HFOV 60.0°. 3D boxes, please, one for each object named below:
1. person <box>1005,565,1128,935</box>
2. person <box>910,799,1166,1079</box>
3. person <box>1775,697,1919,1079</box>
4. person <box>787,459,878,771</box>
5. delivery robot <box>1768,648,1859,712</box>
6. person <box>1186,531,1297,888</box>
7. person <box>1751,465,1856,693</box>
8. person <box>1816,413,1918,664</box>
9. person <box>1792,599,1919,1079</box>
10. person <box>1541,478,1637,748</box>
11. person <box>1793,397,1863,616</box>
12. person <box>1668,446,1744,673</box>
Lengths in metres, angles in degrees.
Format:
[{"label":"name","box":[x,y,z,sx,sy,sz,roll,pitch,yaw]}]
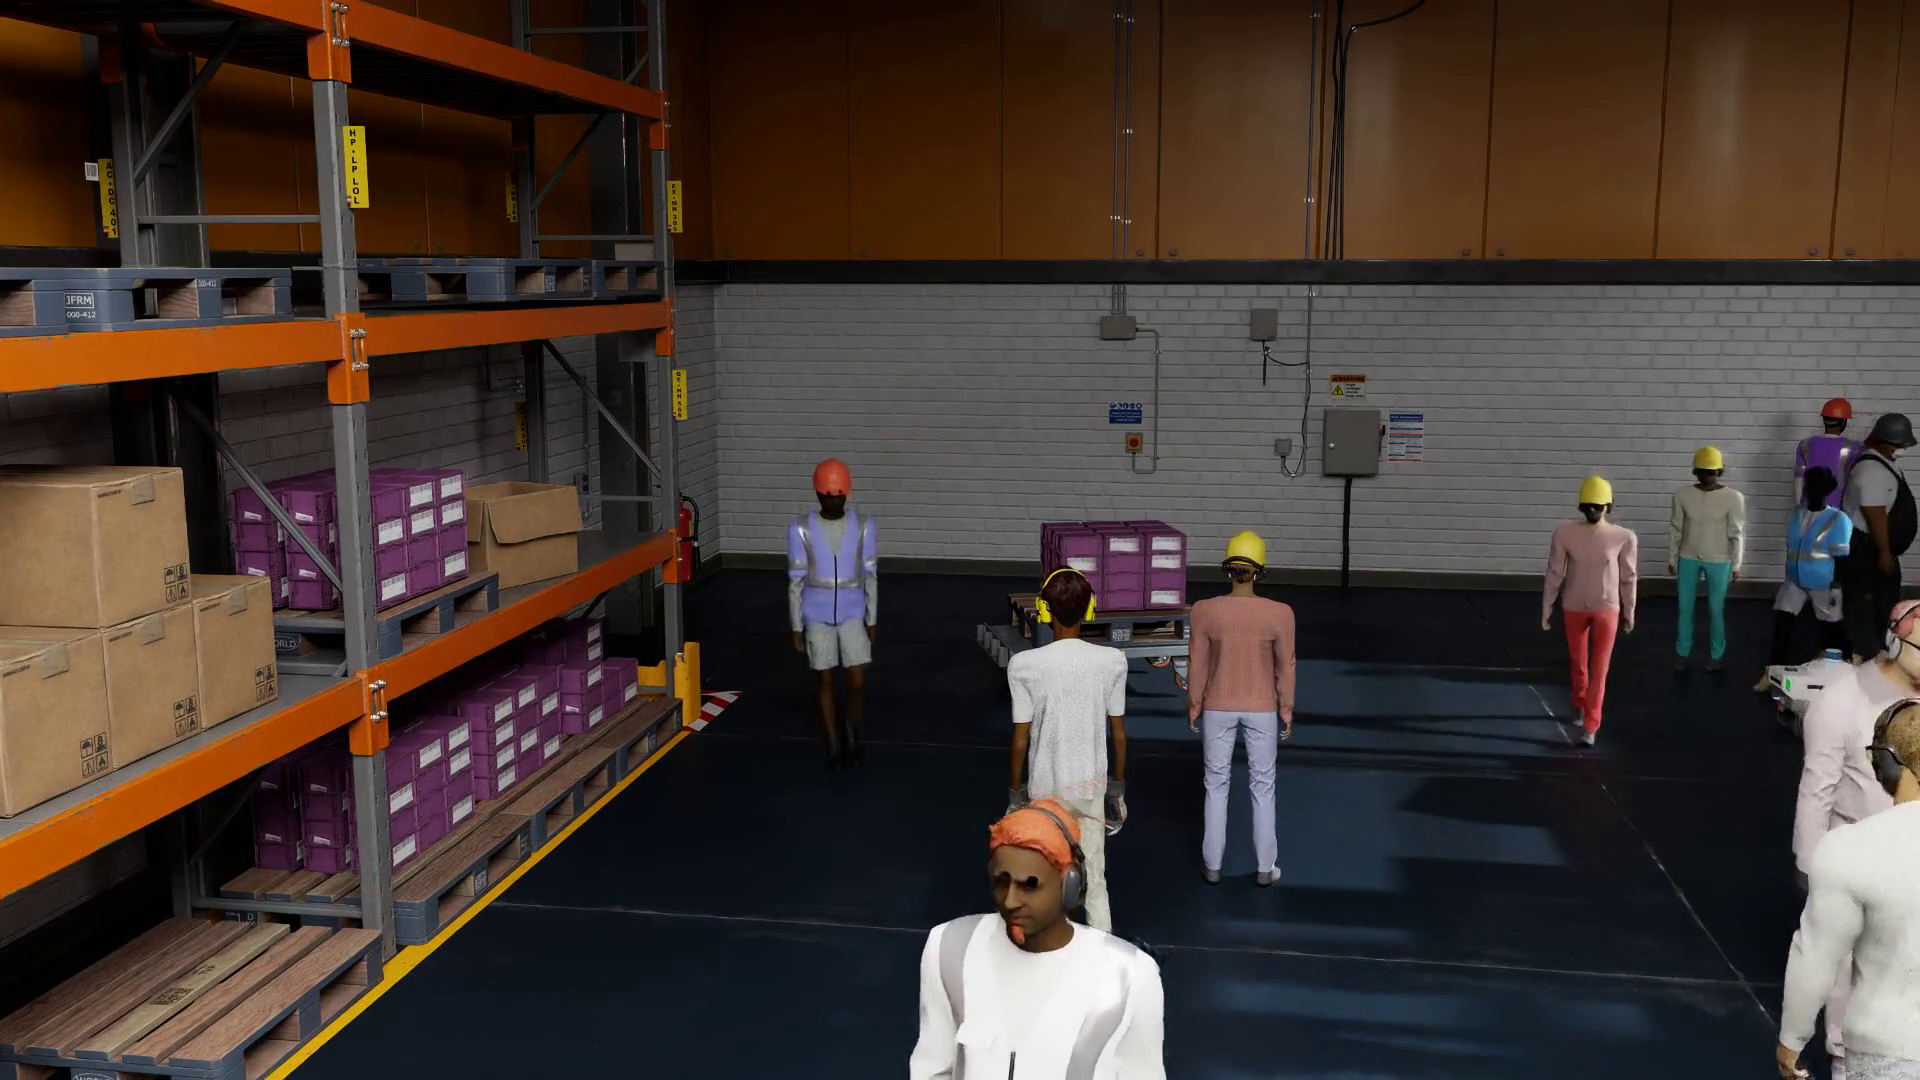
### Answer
[{"label":"person","box":[0.427,1.027,6.699,0.512,1.869,0.328,-2,9,-12]},{"label":"person","box":[0.146,1.501,3.766,0.580,1.869,0.406,5,10,27]},{"label":"person","box":[2.578,1.358,4.607,0.638,1.877,1.041,-1,9,-6]},{"label":"person","box":[-0.762,0.463,10.011,0.554,1.913,0.497,-2,9,-9]},{"label":"delivery robot","box":[5.699,0.955,10.889,0.707,0.478,0.477,1,9,5]},{"label":"person","box":[1.383,0.833,8.207,0.533,1.767,0.326,2,9,11]},{"label":"person","box":[6.175,0.280,11.965,0.852,1.668,0.532,-4,10,-23]},{"label":"person","box":[6.964,-0.009,12.554,0.849,2.000,0.739,6,11,32]},{"label":"person","box":[3.340,1.131,5.973,0.673,1.887,0.458,0,9,3]},{"label":"person","box":[4.062,0.444,10.763,0.552,1.715,0.936,5,10,27]},{"label":"person","box":[7.566,-0.274,14.508,0.373,1.934,0.551,-9,13,-43]},{"label":"person","box":[5.607,0.148,12.514,0.530,1.737,0.520,7,11,36]}]
